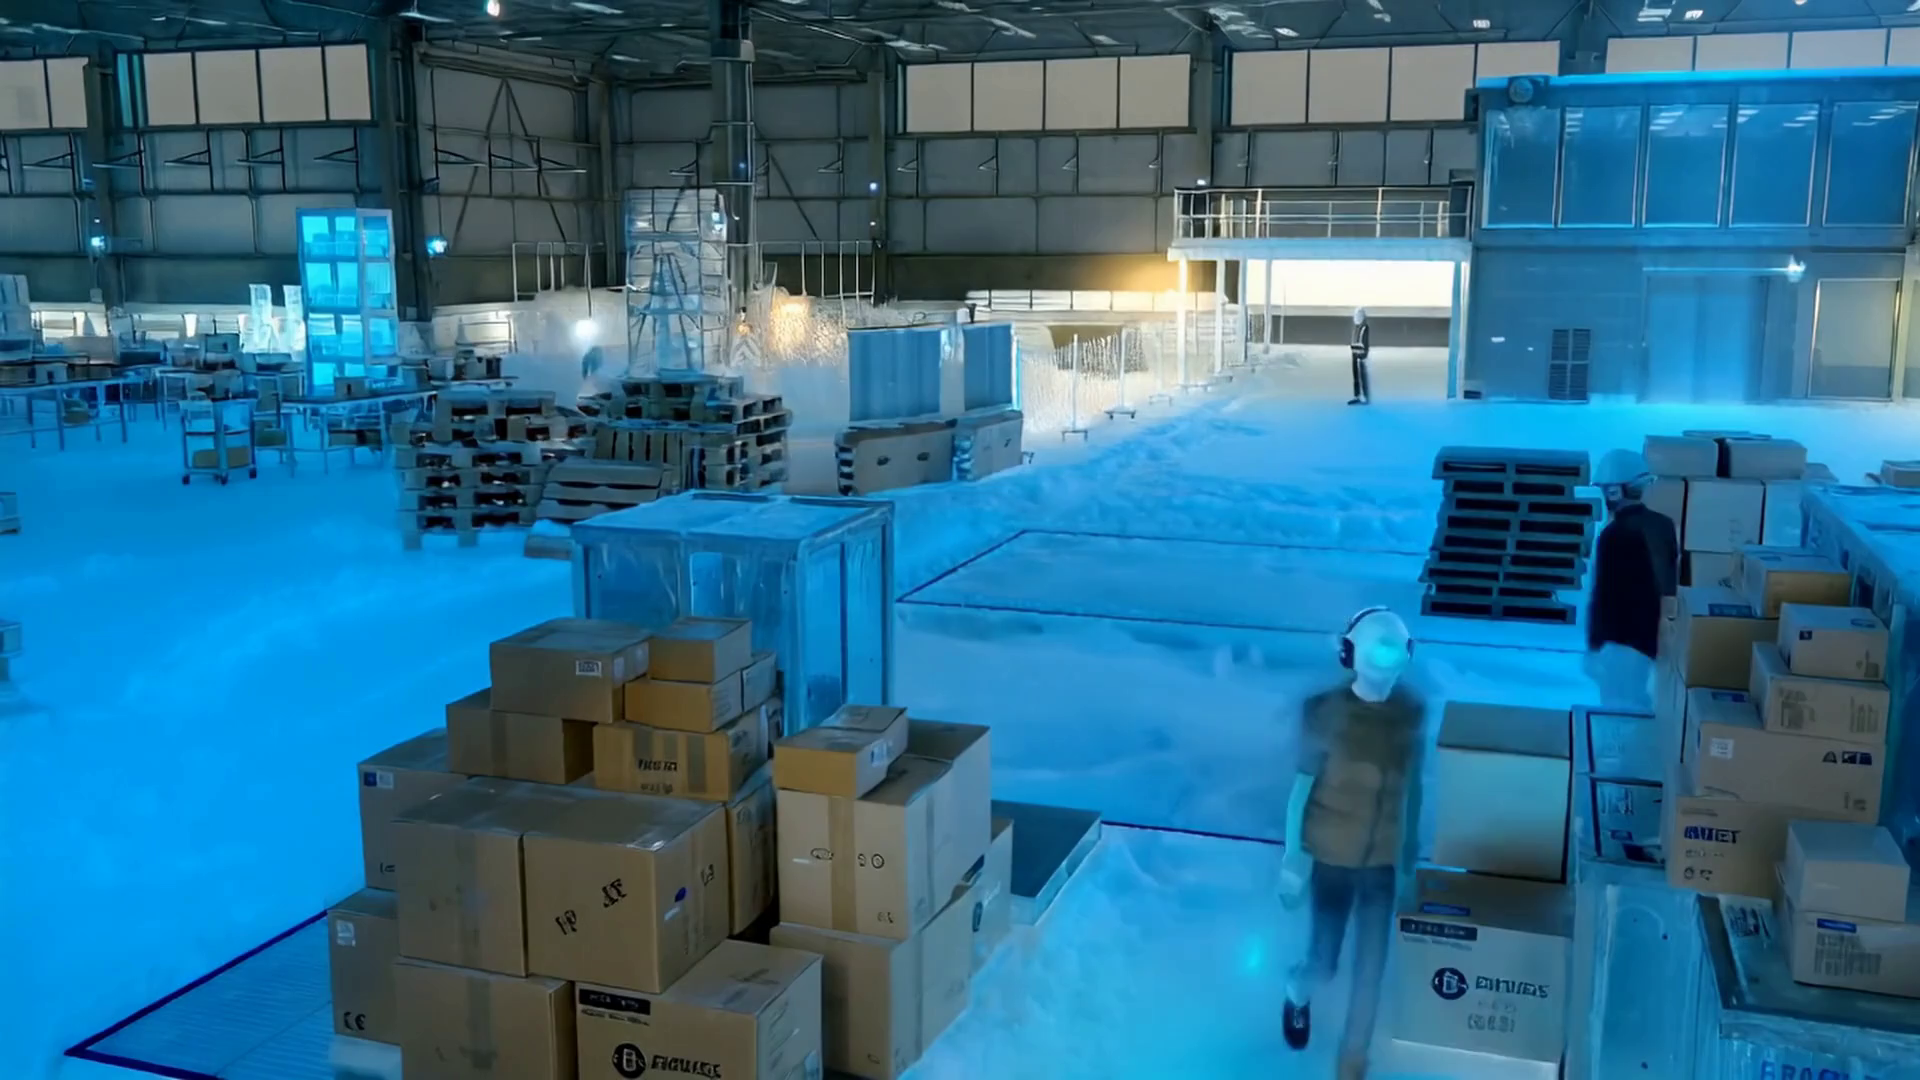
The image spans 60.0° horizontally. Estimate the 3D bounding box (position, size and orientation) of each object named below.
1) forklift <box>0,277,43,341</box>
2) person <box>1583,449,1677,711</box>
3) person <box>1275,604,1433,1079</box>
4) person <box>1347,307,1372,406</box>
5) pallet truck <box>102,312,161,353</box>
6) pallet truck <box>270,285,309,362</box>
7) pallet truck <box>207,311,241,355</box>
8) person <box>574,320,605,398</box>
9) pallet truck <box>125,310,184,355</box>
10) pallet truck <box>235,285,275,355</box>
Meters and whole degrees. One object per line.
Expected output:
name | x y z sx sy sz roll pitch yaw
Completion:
forklift | -27.151 -6.329 46.328 1.157 1.987 2.680 3 11 17
person | 3.580 0.512 8.781 0.621 1.970 0.628 -9 13 -40
person | 1.358 1.098 5.837 0.526 1.842 0.674 -2 10 -9
person | 7.566 -3.468 31.453 0.355 1.876 0.573 -3 10 -16
pallet truck | -23.057 -5.777 46.261 0.680 1.201 1.601 3 11 19
pallet truck | -17.147 -5.700 43.663 0.823 1.965 1.885 3 11 17
pallet truck | -19.537 -5.575 44.913 0.653 1.274 1.630 3 11 19
person | -4.951 -1.979 22.637 0.854 2.022 0.614 -8 13 -37
pallet truck | -22.038 -5.665 45.457 0.704 1.261 1.522 3 11 17
pallet truck | -18.327 -5.835 44.421 0.823 1.965 1.885 4 11 23
